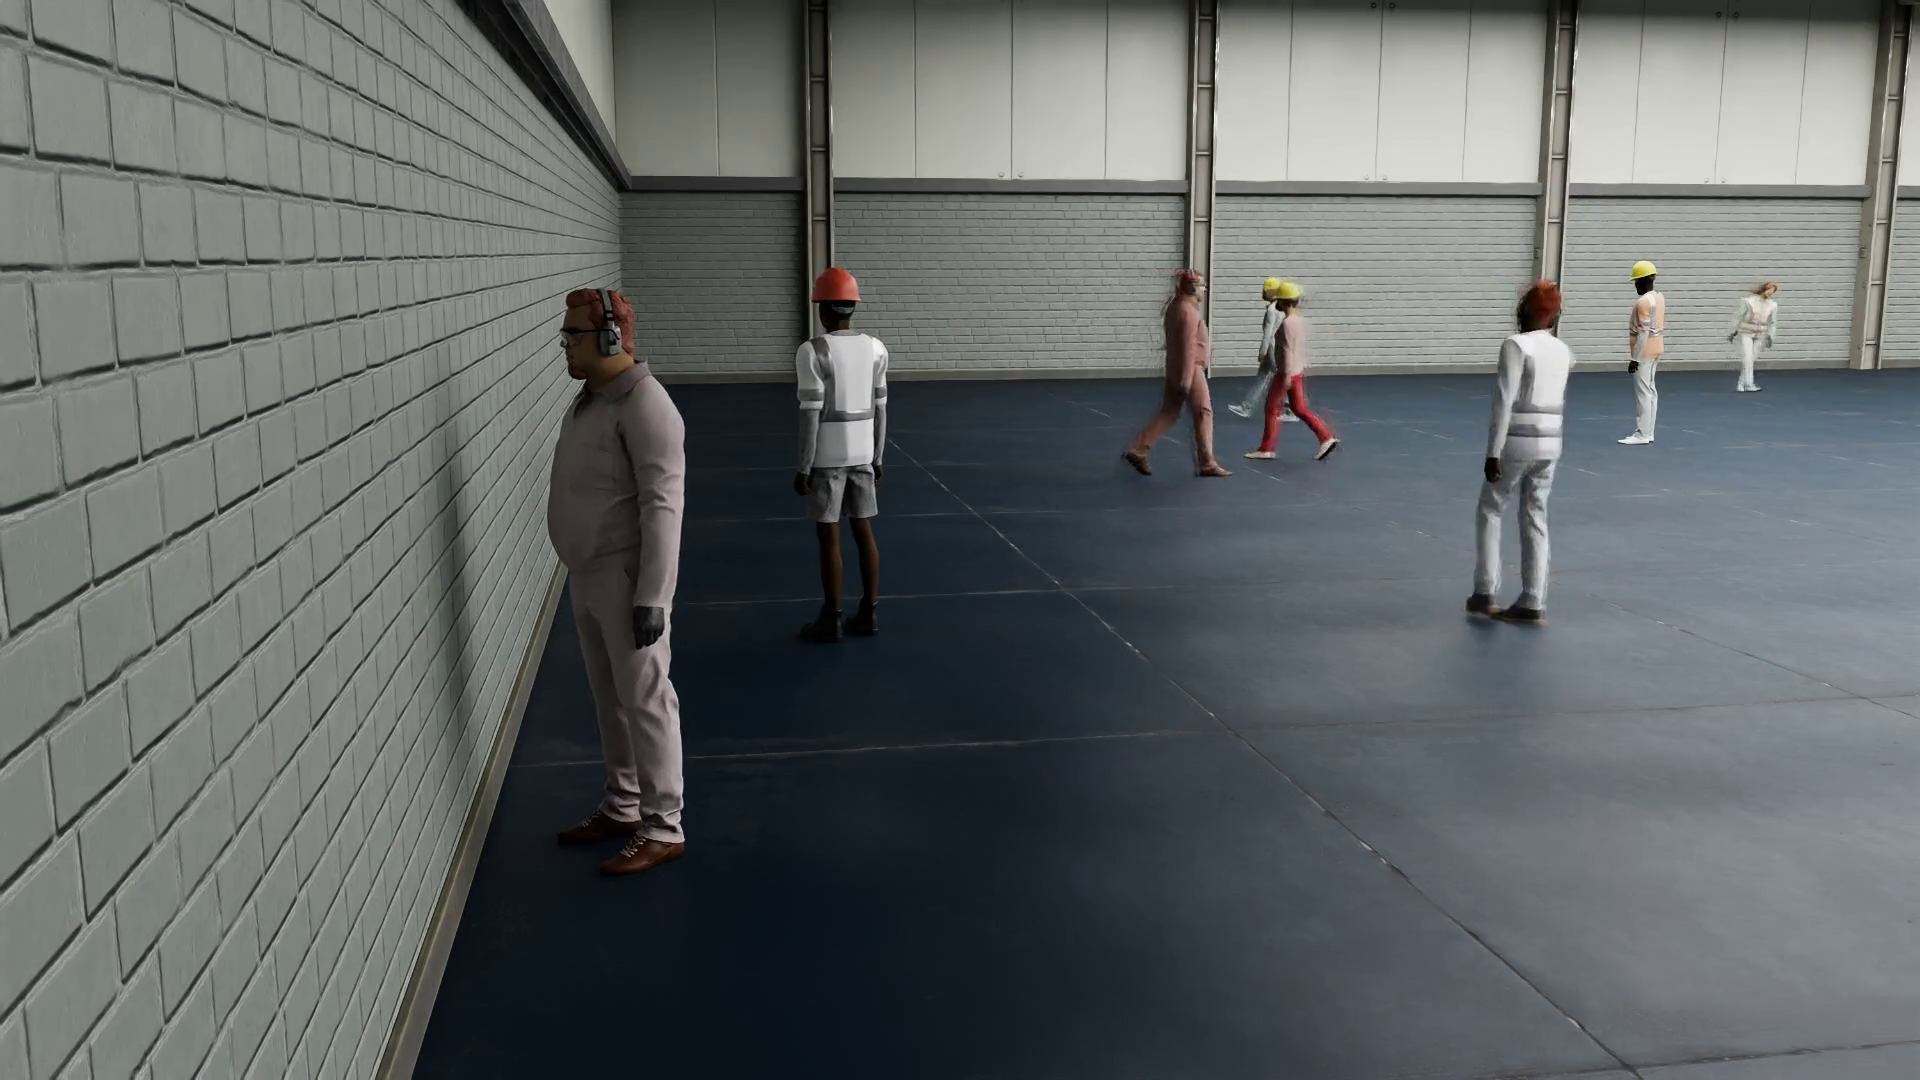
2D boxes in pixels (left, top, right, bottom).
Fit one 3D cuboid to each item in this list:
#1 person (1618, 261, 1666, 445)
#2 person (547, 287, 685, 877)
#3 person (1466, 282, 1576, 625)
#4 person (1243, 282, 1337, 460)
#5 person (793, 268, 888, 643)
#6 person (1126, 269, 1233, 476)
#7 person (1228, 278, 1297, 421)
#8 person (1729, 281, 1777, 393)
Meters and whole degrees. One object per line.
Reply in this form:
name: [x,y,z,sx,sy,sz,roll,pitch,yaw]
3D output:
person: [7.161,-1.954,17.452,0.382,1.917,0.585,7,12,37]
person: [-1.142,0.135,5.452,0.401,1.907,0.648,-6,12,-33]
person: [3.067,-0.469,9.104,0.658,1.853,0.539,-4,11,-24]
person: [3.227,-1.624,16.071,0.837,1.737,0.527,4,11,23]
person: [-0.636,-0.436,8.650,0.552,1.935,0.360,-8,13,-39]
person: [1.961,-1.487,14.895,0.914,1.878,0.637,-2,10,-10]
person: [3.649,-2.272,19.879,0.874,1.693,0.508,3,10,18]
person: [11.335,-2.882,23.713,0.572,1.588,0.764,0,10,-2]
